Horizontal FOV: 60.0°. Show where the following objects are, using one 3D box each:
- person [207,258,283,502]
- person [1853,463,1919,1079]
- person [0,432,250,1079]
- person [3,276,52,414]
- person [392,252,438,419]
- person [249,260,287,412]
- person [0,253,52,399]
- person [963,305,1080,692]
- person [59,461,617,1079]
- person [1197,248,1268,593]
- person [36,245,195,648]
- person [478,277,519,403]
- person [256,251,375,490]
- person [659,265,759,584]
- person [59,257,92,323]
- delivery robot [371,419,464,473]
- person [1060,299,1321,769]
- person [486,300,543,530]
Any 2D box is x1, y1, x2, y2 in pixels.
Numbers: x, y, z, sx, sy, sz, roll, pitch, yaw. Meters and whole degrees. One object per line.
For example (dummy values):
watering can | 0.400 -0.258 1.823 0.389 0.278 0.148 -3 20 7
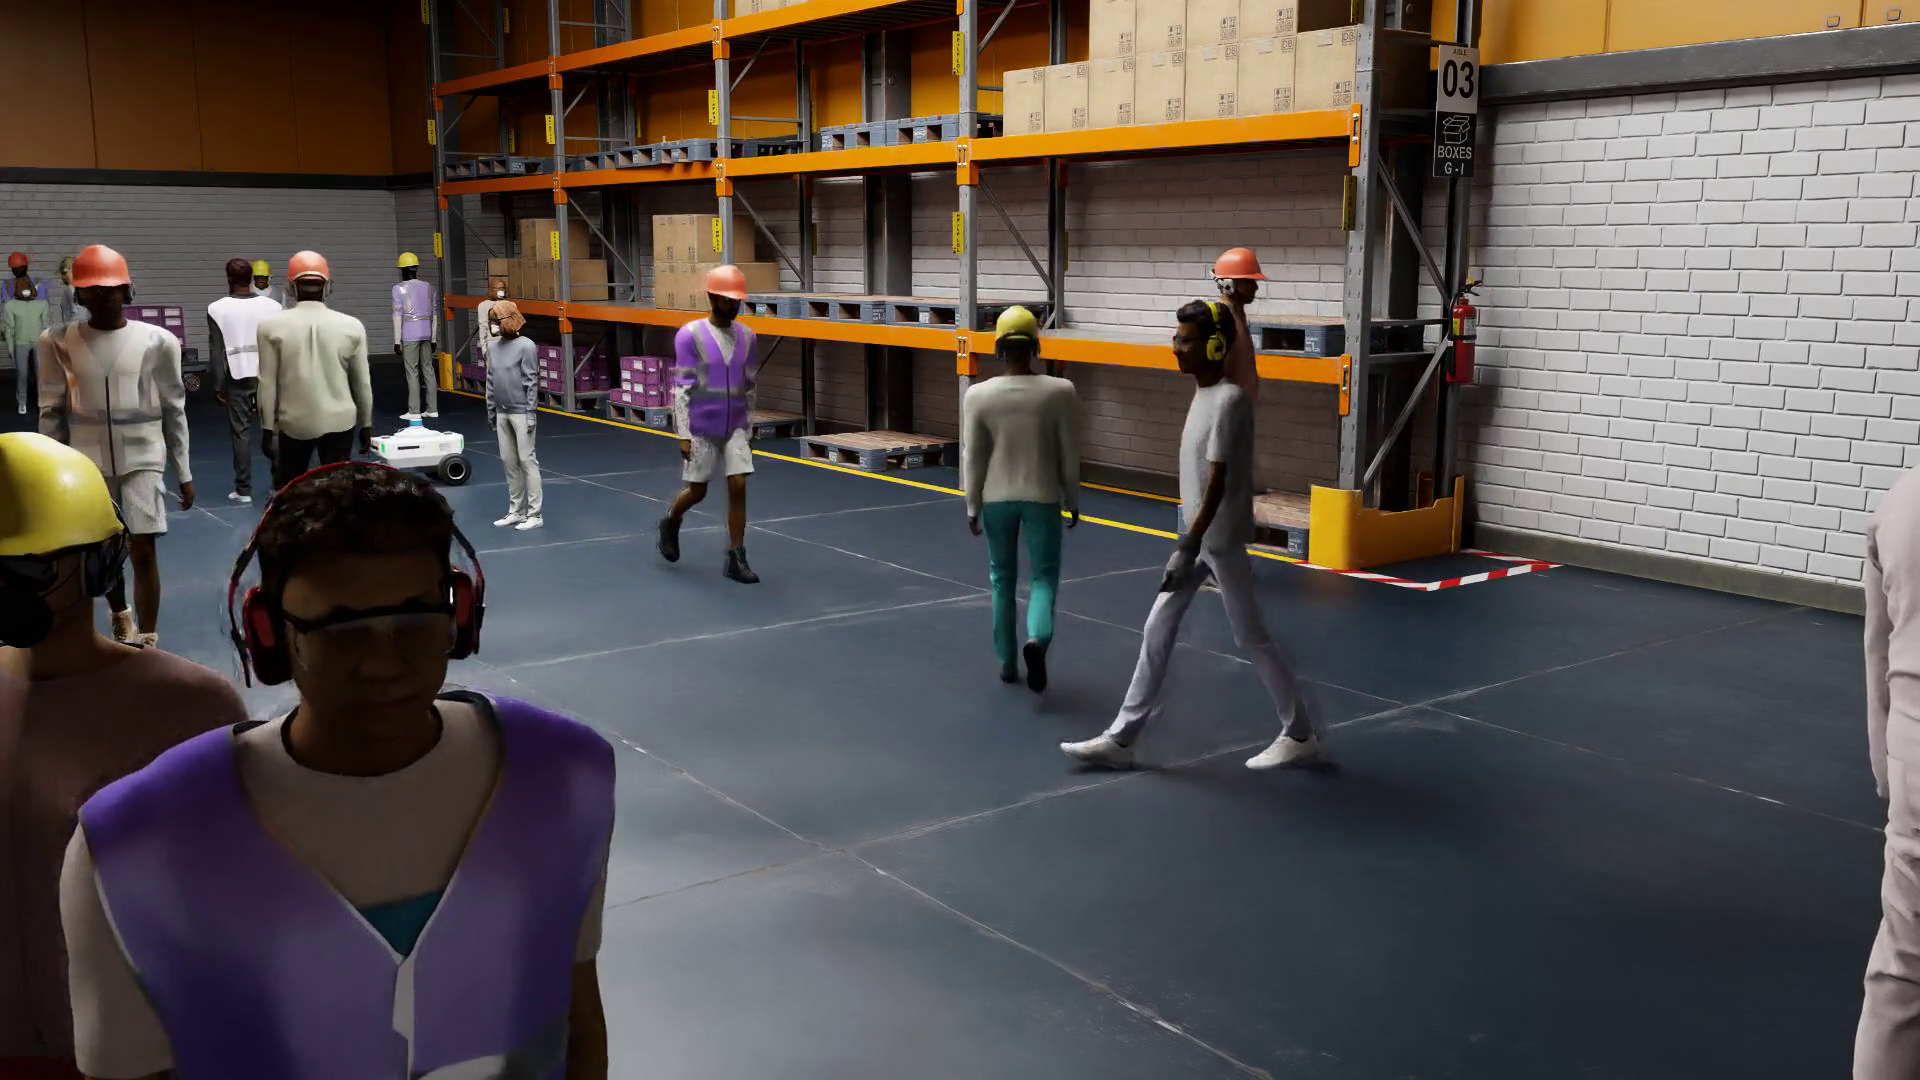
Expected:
person | -5.594 -1.258 13.125 0.590 1.907 0.408 -9 14 -42
person | 1.997 0.516 3.163 0.409 1.913 0.645 -1 10 -7
person | -1.274 0.722 2.415 0.522 1.768 0.311 -1 10 -4
person | -11.079 -2.315 19.811 0.508 1.636 0.268 -9 13 -40
person | -6.290 -2.344 19.176 0.402 1.919 0.588 7 12 33
person | -8.387 -2.456 20.059 0.589 1.822 0.403 -6 12 -30
person | -12.239 -2.788 21.719 0.580 1.886 0.956 -1 10 -6
person | 0.270 -0.176 7.488 0.533 1.749 0.620 1 10 6
person | -0.685 0.789 1.900 0.578 1.820 0.772 -7 12 -33
person | 1.572 -0.695 9.709 0.395 1.993 0.614 4 11 20
person | -3.967 -0.366 7.853 0.616 2.021 0.903 -3 11 -18
person | -5.416 -2.272 19.584 0.494 1.625 0.281 -8 13 -39
person | -3.747 -0.685 9.689 0.648 1.973 0.483 -6 12 -29
person | -1.526 -0.707 10.041 0.565 1.907 0.773 -8 13 -37
person | -8.638 -1.833 16.408 0.361 1.894 0.714 -4 11 -23
delivery robot | -4.530 -0.766 13.879 0.707 0.478 0.477 -7 12 -35
person | 0.936 0.005 6.303 1.019 1.816 0.513 -2 10 -11
person | -3.186 -0.887 11.830 0.509 1.622 0.295 7 12 35
